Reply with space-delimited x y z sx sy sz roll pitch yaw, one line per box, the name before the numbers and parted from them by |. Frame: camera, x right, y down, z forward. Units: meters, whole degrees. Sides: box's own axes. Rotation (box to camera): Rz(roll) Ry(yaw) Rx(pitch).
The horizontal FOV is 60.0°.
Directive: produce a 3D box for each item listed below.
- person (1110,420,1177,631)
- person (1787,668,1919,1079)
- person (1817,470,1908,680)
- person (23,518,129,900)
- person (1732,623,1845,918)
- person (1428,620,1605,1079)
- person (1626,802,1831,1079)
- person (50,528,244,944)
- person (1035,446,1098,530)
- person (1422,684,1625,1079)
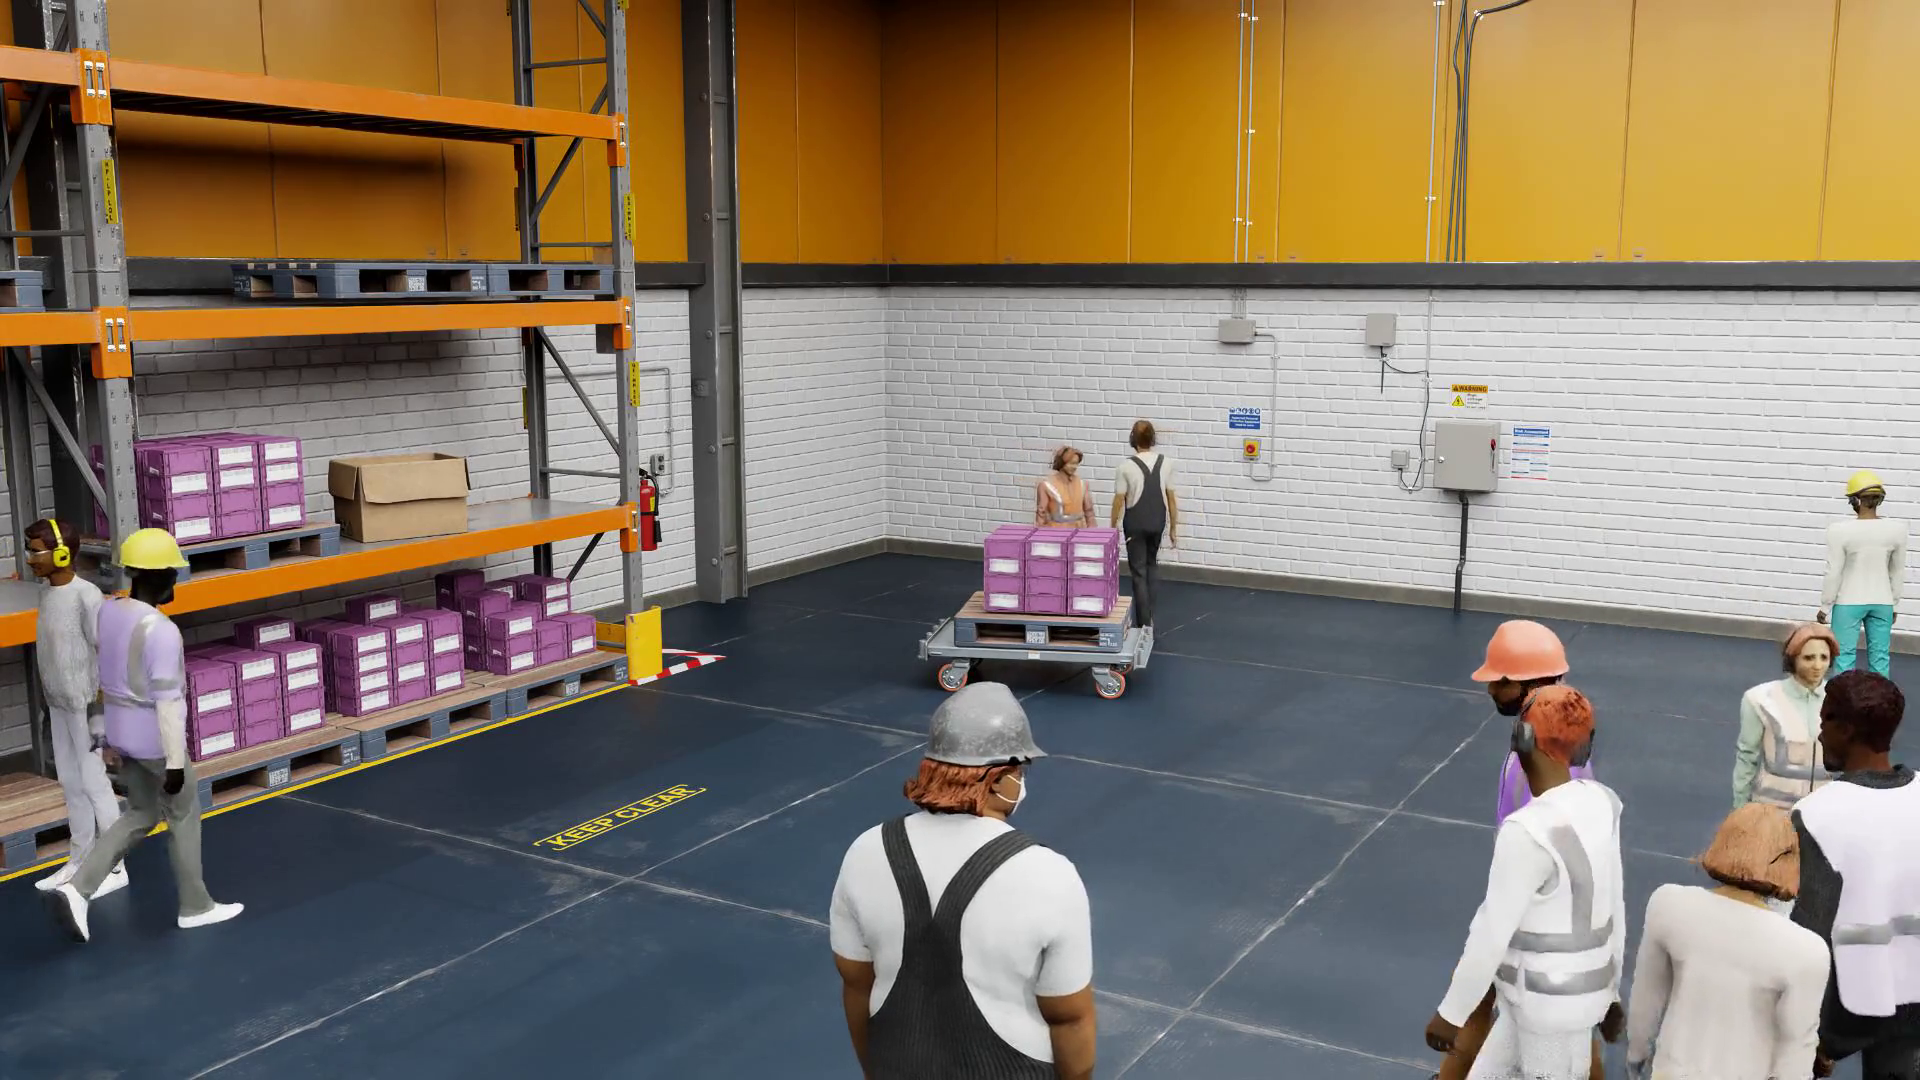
person | 1.496 -0.090 13.838 0.548 1.826 0.591 -3 10 -17
person | 2.604 1.302 4.968 0.604 1.885 0.863 -2 9 -15
person | 5.863 0.425 10.842 0.522 1.762 0.328 0 9 1
person | -4.312 0.818 8.072 0.538 1.863 0.312 6 11 32
person | 3.500 1.119 6.963 0.524 1.606 0.797 1 9 8
person | 1.796 1.207 5.561 0.925 1.892 0.549 2 9 9
person | 2.027 1.510 4.540 0.729 1.602 0.543 -9 13 -43
person | -3.706 0.893 7.487 0.609 1.902 0.745 6 11 34
person | 0.923 0.037 13.762 0.506 1.604 0.773 -7 11 -36
person | 1.605 1.332 4.888 0.781 1.851 0.557 5 10 28
